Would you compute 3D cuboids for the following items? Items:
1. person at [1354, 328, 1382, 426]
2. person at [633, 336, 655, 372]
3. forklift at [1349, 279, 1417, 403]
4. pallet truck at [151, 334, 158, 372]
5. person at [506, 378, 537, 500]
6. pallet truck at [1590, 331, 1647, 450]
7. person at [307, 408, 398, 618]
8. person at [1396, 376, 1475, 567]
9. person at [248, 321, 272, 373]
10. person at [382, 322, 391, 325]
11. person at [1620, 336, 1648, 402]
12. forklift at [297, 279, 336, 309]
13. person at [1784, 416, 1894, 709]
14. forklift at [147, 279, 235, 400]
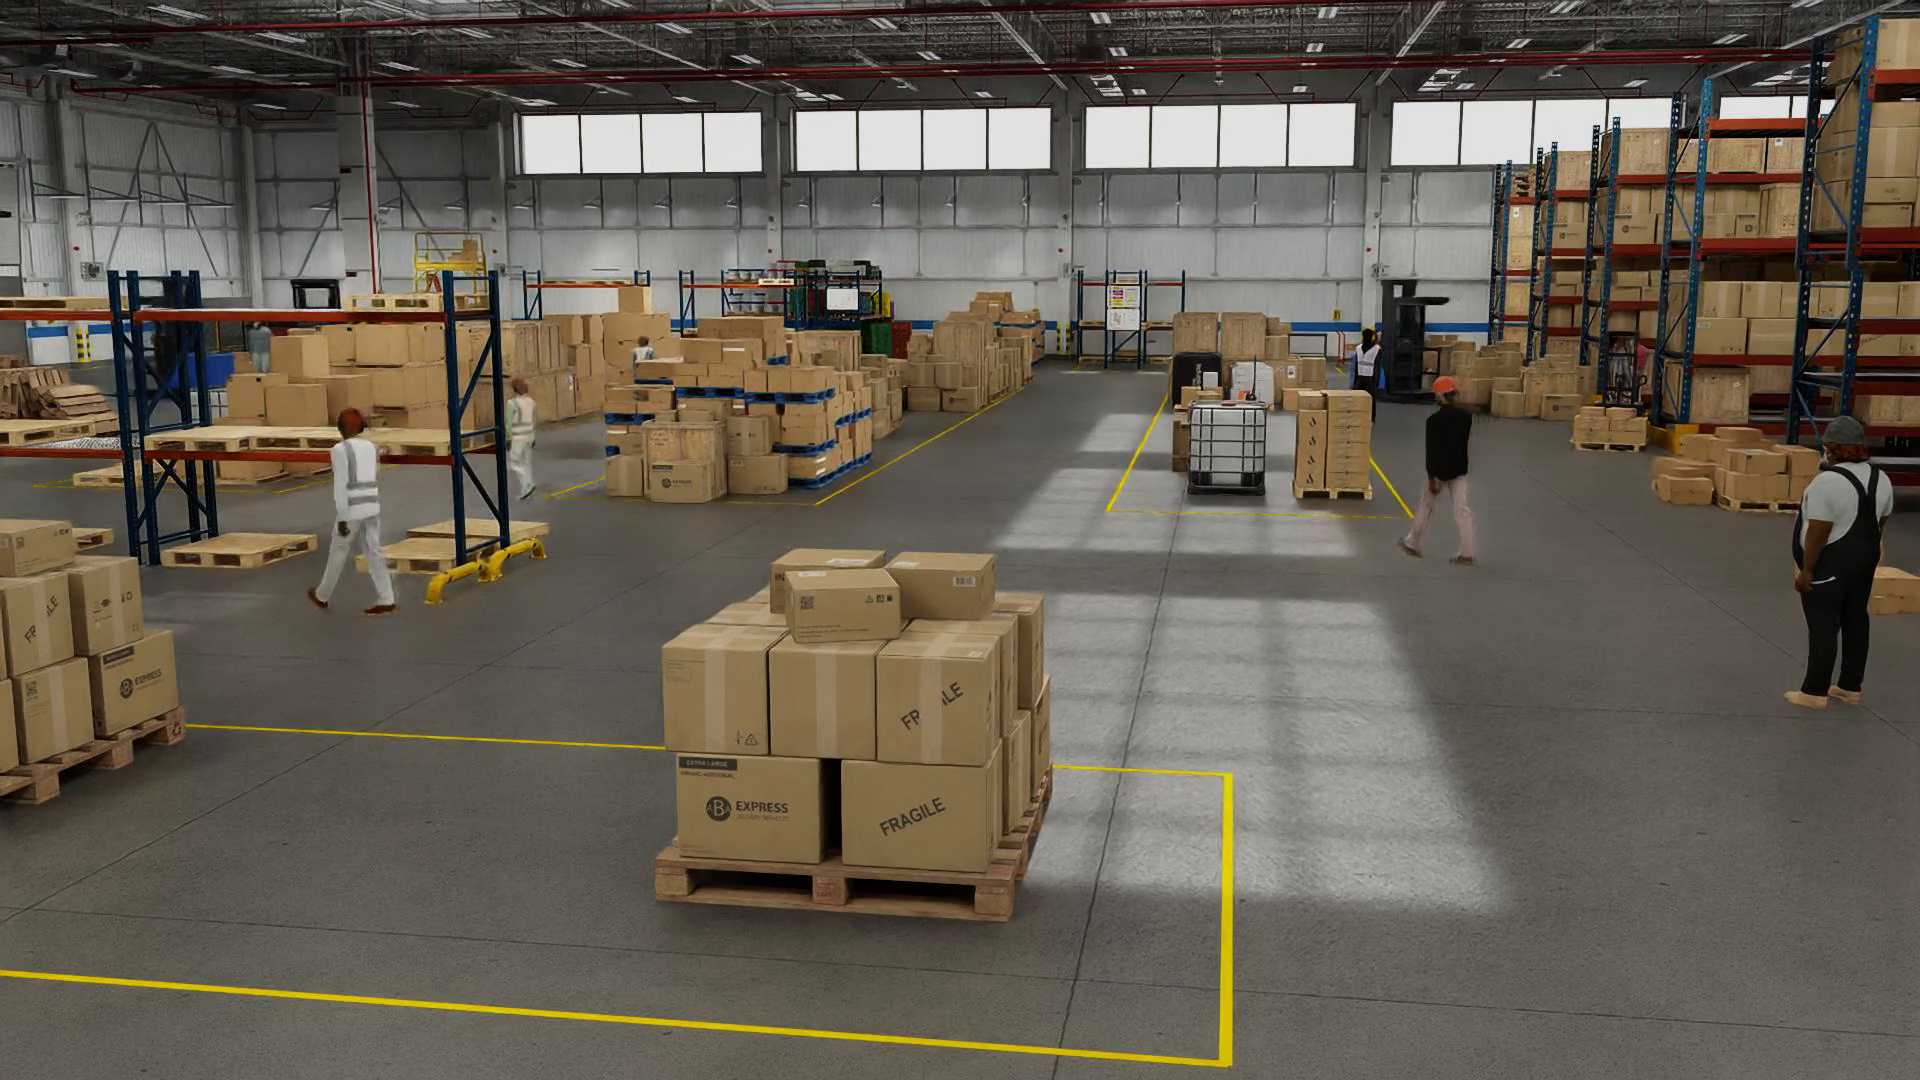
[{"bbox_3d":[7.952,-3.166,32.444,0.397,1.911,0.587,-7,12,-39],"label":"person"},{"bbox_3d":[-6.813,-3.589,35.884,0.536,1.634,0.335,3,10,16],"label":"person"},{"bbox_3d":[10.104,-4.640,38.534,1.129,2.768,1.873,-7,12,-38],"label":"forklift"},{"bbox_3d":[-21.869,-5.598,47.154,0.823,1.965,1.885,4,10,26],"label":"pallet truck"},{"bbox_3d":[-5.770,-1.314,21.862,0.381,1.623,0.544,4,10,25],"label":"person"},{"bbox_3d":[11.253,-2.573,28.499,0.823,1.965,1.885,5,10,27],"label":"pallet truck"},{"bbox_3d":[-5.355,-0.240,14.623,0.985,1.829,0.626,4,10,24],"label":"person"},{"bbox_3d":[5.015,-0.730,17.300,0.613,1.938,1.024,-4,10,-22],"label":"person"},{"bbox_3d":[-17.275,-4.583,41.115,0.657,1.924,0.496,1,9,9],"label":"person"},{"bbox_3d":[-13.224,-4.126,38.445,0.542,1.893,1.015,-1,9,-9],"label":"person"},{"bbox_3d":[13.056,-3.122,32.367,0.621,1.845,0.429,-5,11,-30],"label":"person"},{"bbox_3d":[-16.002,-5.128,41.544,1.129,2.768,1.873,-3,10,-18],"label":"forklift"},{"bbox_3d":[6.061,0.149,11.577,0.672,2.000,0.536,-4,10,-21],"label":"person"},{"bbox_3d":[-18.069,-4.680,38.781,1.873,2.768,1.129,1,9,9],"label":"forklift"}]
